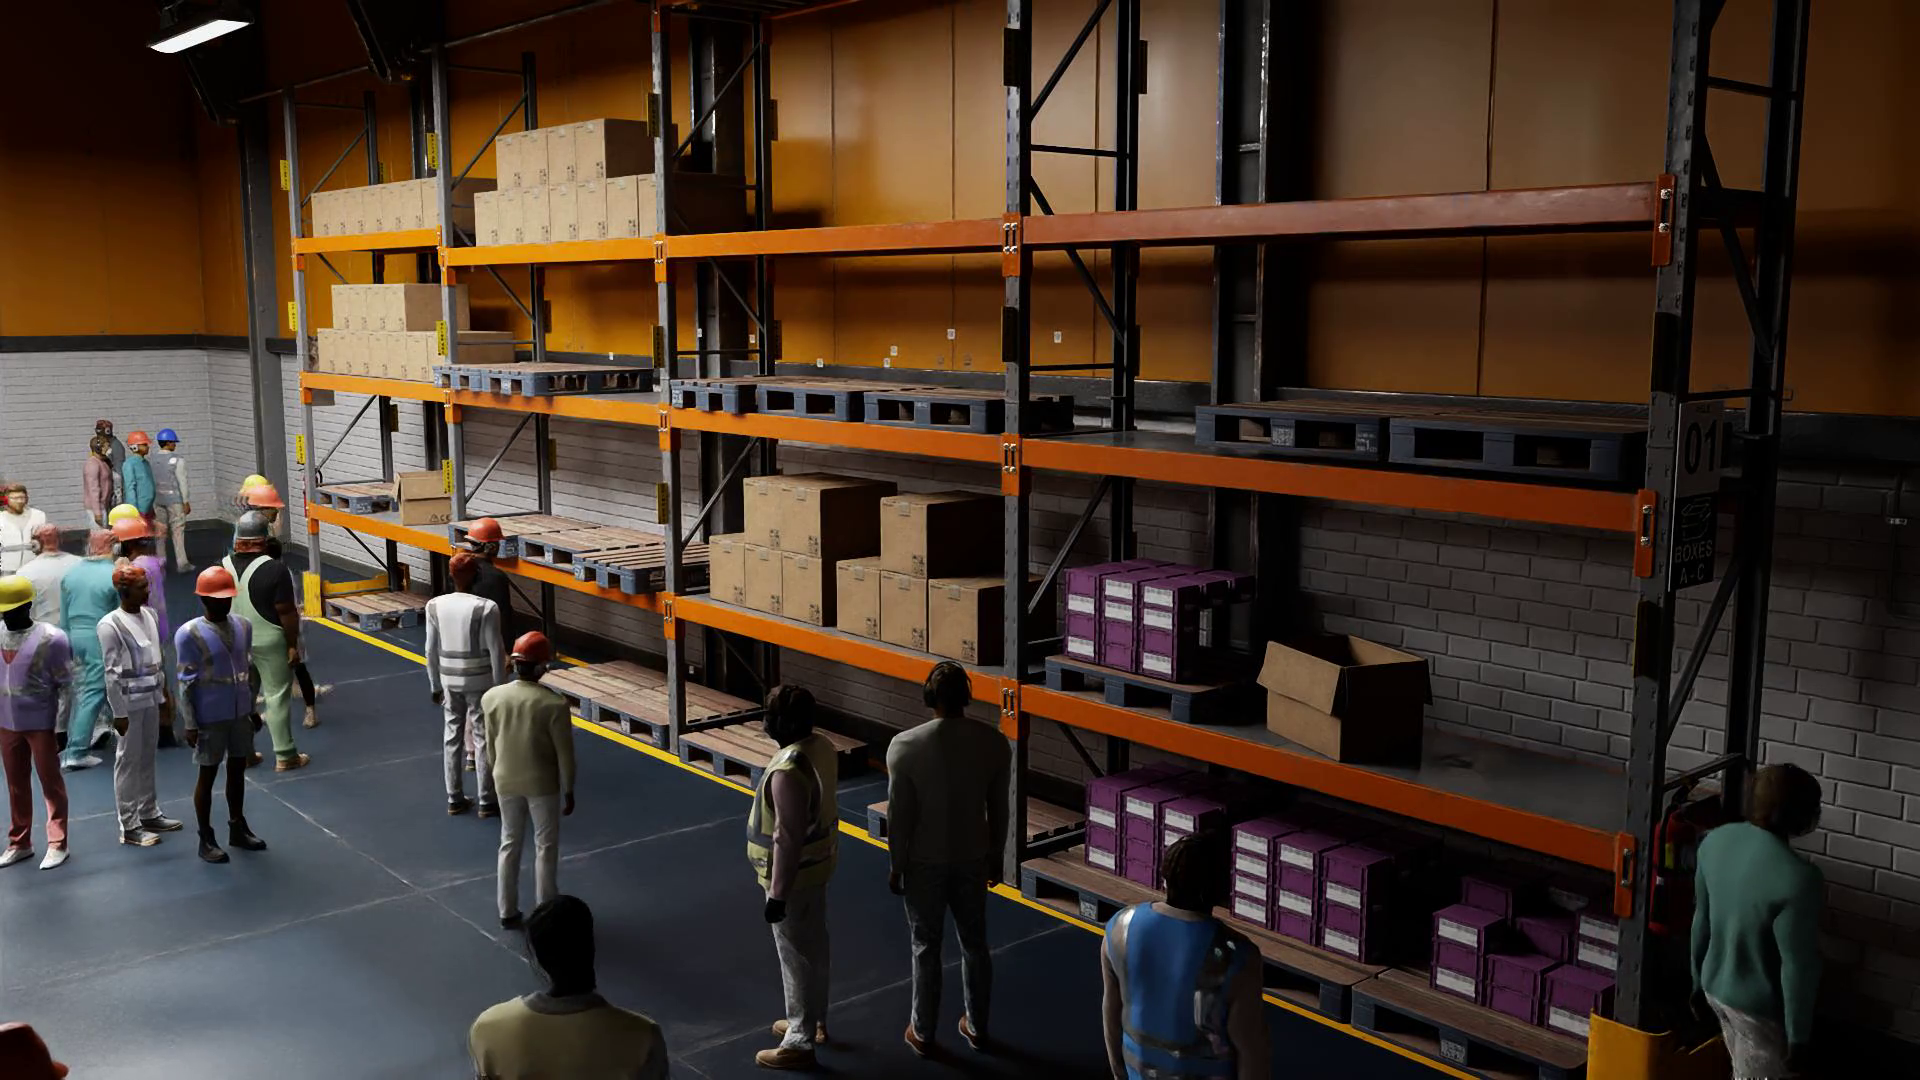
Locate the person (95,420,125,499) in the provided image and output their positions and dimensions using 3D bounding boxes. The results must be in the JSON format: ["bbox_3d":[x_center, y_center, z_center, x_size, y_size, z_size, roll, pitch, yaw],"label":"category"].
[{"bbox_3d":[-12.545,-0.817,24.489,0.643,1.908,0.408,6,10,37],"label":"person"}]

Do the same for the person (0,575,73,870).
[{"bbox_3d":[-5.998,1.163,10.680,0.584,1.920,0.382,1,8,6],"label":"person"}]

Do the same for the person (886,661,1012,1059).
[{"bbox_3d":[-0.056,1.541,8.044,0.623,1.932,0.367,-3,9,-21],"label":"person"}]

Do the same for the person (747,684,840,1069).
[{"bbox_3d":[-0.801,1.594,7.954,0.429,1.845,0.621,2,8,11],"label":"person"}]

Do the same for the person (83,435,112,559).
[{"bbox_3d":[-11.072,-0.384,21.410,0.370,1.932,0.627,-3,9,-17],"label":"person"}]

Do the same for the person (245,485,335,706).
[{"bbox_3d":[-6.130,0.509,14.913,0.958,1.997,0.625,0,8,1],"label":"person"}]

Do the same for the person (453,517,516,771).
[{"bbox_3d":[-3.637,0.818,12.820,0.615,1.994,0.381,5,10,34],"label":"person"}]

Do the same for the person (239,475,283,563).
[{"bbox_3d":[-6.952,0.311,16.577,0.369,1.928,0.586,0,8,1],"label":"person"}]

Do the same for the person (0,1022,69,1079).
[{"bbox_3d":[-2.514,2.140,4.460,0.566,1.751,0.329,4,9,24],"label":"person"}]

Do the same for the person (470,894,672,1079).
[{"bbox_3d":[-1.128,2.023,4.898,0.718,1.868,0.798,1,8,8],"label":"person"}]

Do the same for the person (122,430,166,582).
[{"bbox_3d":[-10.488,-0.407,21.323,0.375,1.997,0.611,-1,8,-7],"label":"person"}]

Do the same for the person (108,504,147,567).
[{"bbox_3d":[-7.094,0.651,14.212,0.366,1.927,0.585,-3,9,-20],"label":"person"}]

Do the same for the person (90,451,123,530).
[{"bbox_3d":[-11.178,-0.333,21.741,0.492,1.729,0.324,2,8,11],"label":"person"}]

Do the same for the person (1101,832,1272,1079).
[{"bbox_3d":[0.800,1.909,5.768,0.636,1.842,0.429,7,11,39],"label":"person"}]

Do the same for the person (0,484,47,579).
[{"bbox_3d":[-9.370,0.350,16.673,0.840,1.812,0.603,7,11,42],"label":"person"}]

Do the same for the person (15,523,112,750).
[{"bbox_3d":[-7.309,0.791,13.499,0.909,1.868,0.684,6,10,34],"label":"person"}]

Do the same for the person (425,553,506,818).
[{"bbox_3d":[-3.483,1.029,11.771,0.618,1.878,0.341,2,8,13],"label":"person"}]

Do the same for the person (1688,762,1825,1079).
[{"bbox_3d":[2.989,1.783,6.412,0.804,1.913,0.640,-2,8,-11],"label":"person"}]

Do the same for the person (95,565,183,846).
[{"bbox_3d":[-5.548,1.102,11.231,0.355,1.884,0.575,0,8,3],"label":"person"}]

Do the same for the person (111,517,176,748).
[{"bbox_3d":[-6.633,0.766,13.448,0.494,1.915,0.568,-2,9,-16],"label":"person"}]

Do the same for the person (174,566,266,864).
[{"bbox_3d":[-4.814,1.125,10.883,0.363,1.935,0.553,5,9,29],"label":"person"}]

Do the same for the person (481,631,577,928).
[{"bbox_3d":[-2.494,1.395,9.697,0.564,1.740,0.361,2,8,11],"label":"person"}]

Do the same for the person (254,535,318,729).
[{"bbox_3d":[-5.782,0.787,14.185,0.559,1.672,0.474,8,11,44],"label":"person"}]

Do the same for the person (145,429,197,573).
[{"bbox_3d":[-10.604,-0.521,22.310,0.602,1.941,0.402,2,8,11],"label":"person"}]

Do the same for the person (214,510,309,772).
[{"bbox_3d":[-5.420,0.779,12.934,0.689,2.000,0.539,1,8,10],"label":"person"}]
